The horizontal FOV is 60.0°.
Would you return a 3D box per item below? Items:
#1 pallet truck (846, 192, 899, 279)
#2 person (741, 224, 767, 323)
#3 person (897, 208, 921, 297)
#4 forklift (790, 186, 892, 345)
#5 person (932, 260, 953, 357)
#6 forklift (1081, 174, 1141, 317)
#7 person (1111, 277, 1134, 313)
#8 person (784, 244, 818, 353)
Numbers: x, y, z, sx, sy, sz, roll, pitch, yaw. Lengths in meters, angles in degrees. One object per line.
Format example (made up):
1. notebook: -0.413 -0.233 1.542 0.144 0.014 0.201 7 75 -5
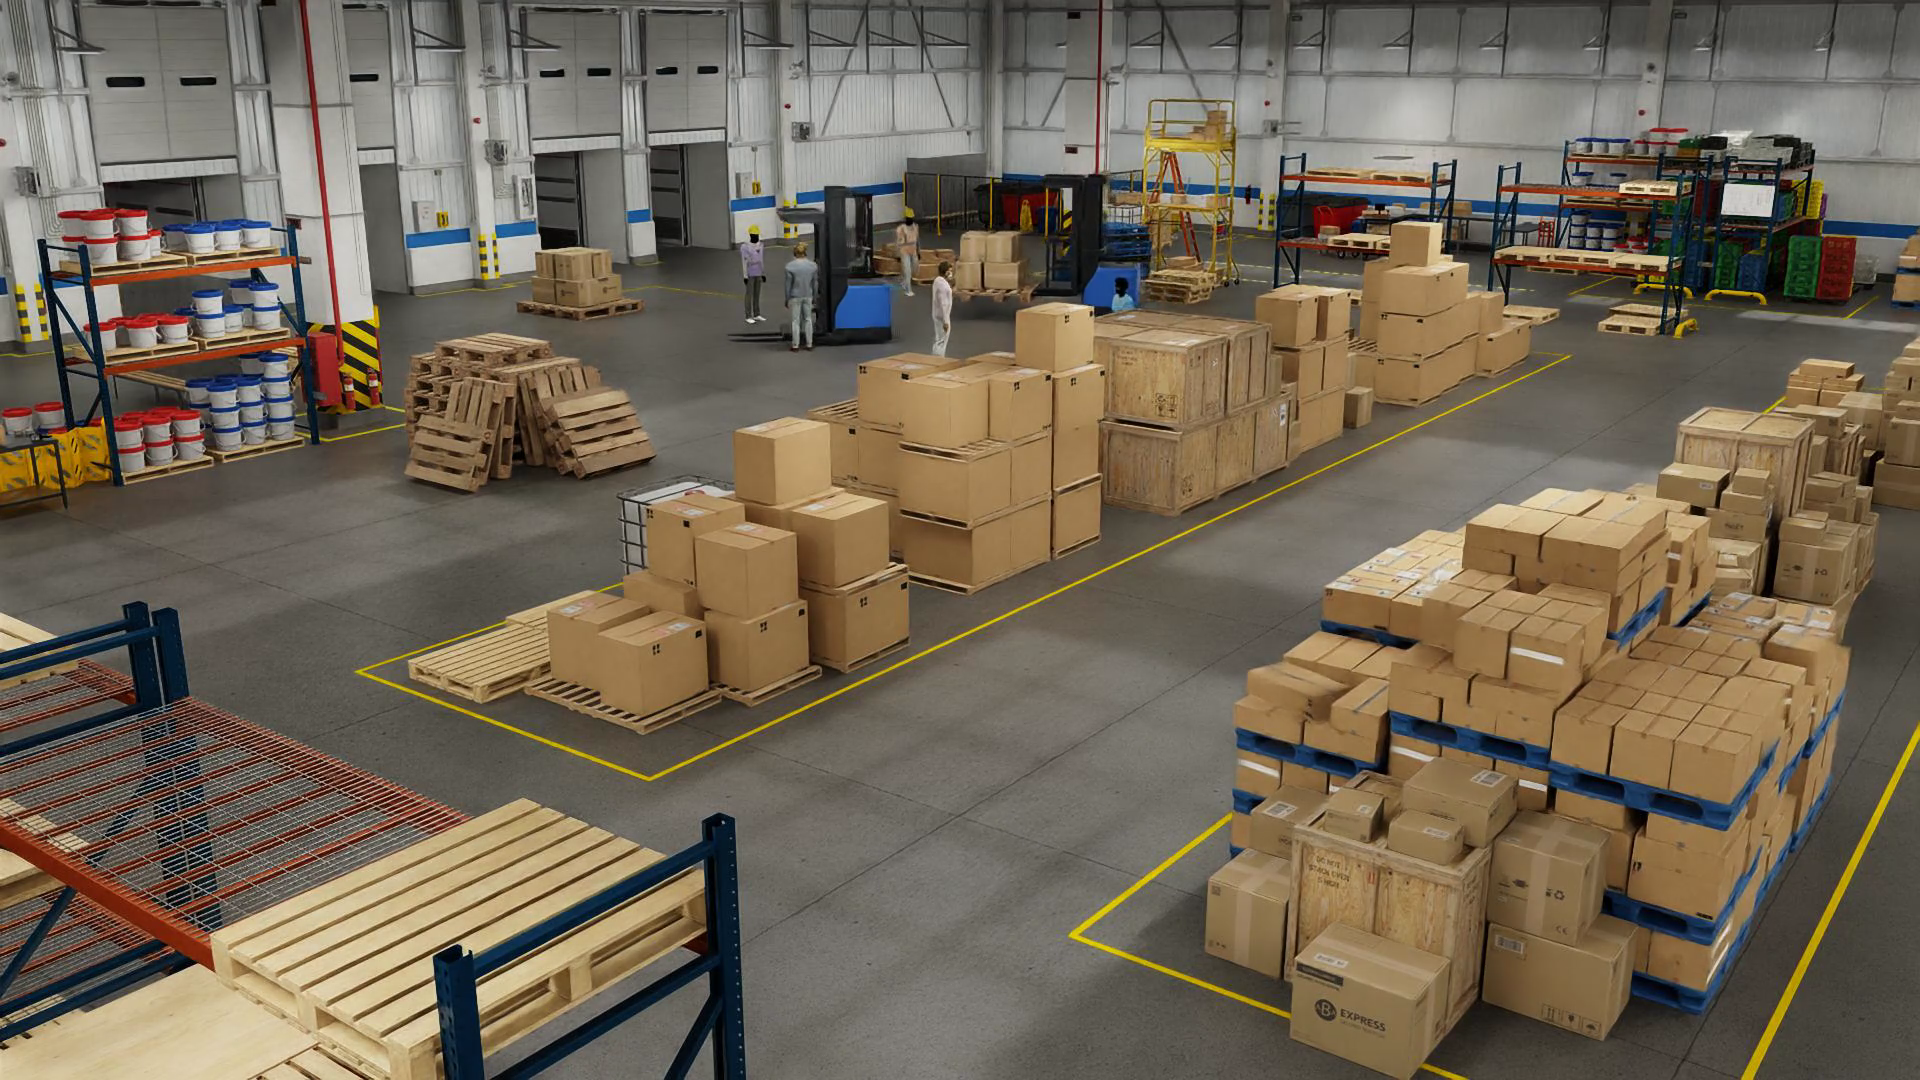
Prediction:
1. pallet truck: -1.936 -7.159 38.982 1.885 1.965 0.823 -12 21 -34
2. person: -4.049 -5.253 32.791 0.386 1.927 0.589 12 21 35
3. person: -1.117 -6.256 36.133 0.617 1.910 0.465 -15 23 -41
4. forklift: -2.251 -5.068 30.557 1.873 2.768 1.129 -3 17 -10
5. person: -0.282 -3.635 27.425 0.370 1.934 0.627 -2 17 -8
6. forklift: 2.651 -5.828 33.073 1.873 2.768 1.129 3 17 10
7. person: 2.588 -3.461 27.278 0.693 1.669 0.543 -10 20 -31
8. person: -2.829 -4.310 29.676 0.634 1.929 0.380 -9 19 -26
